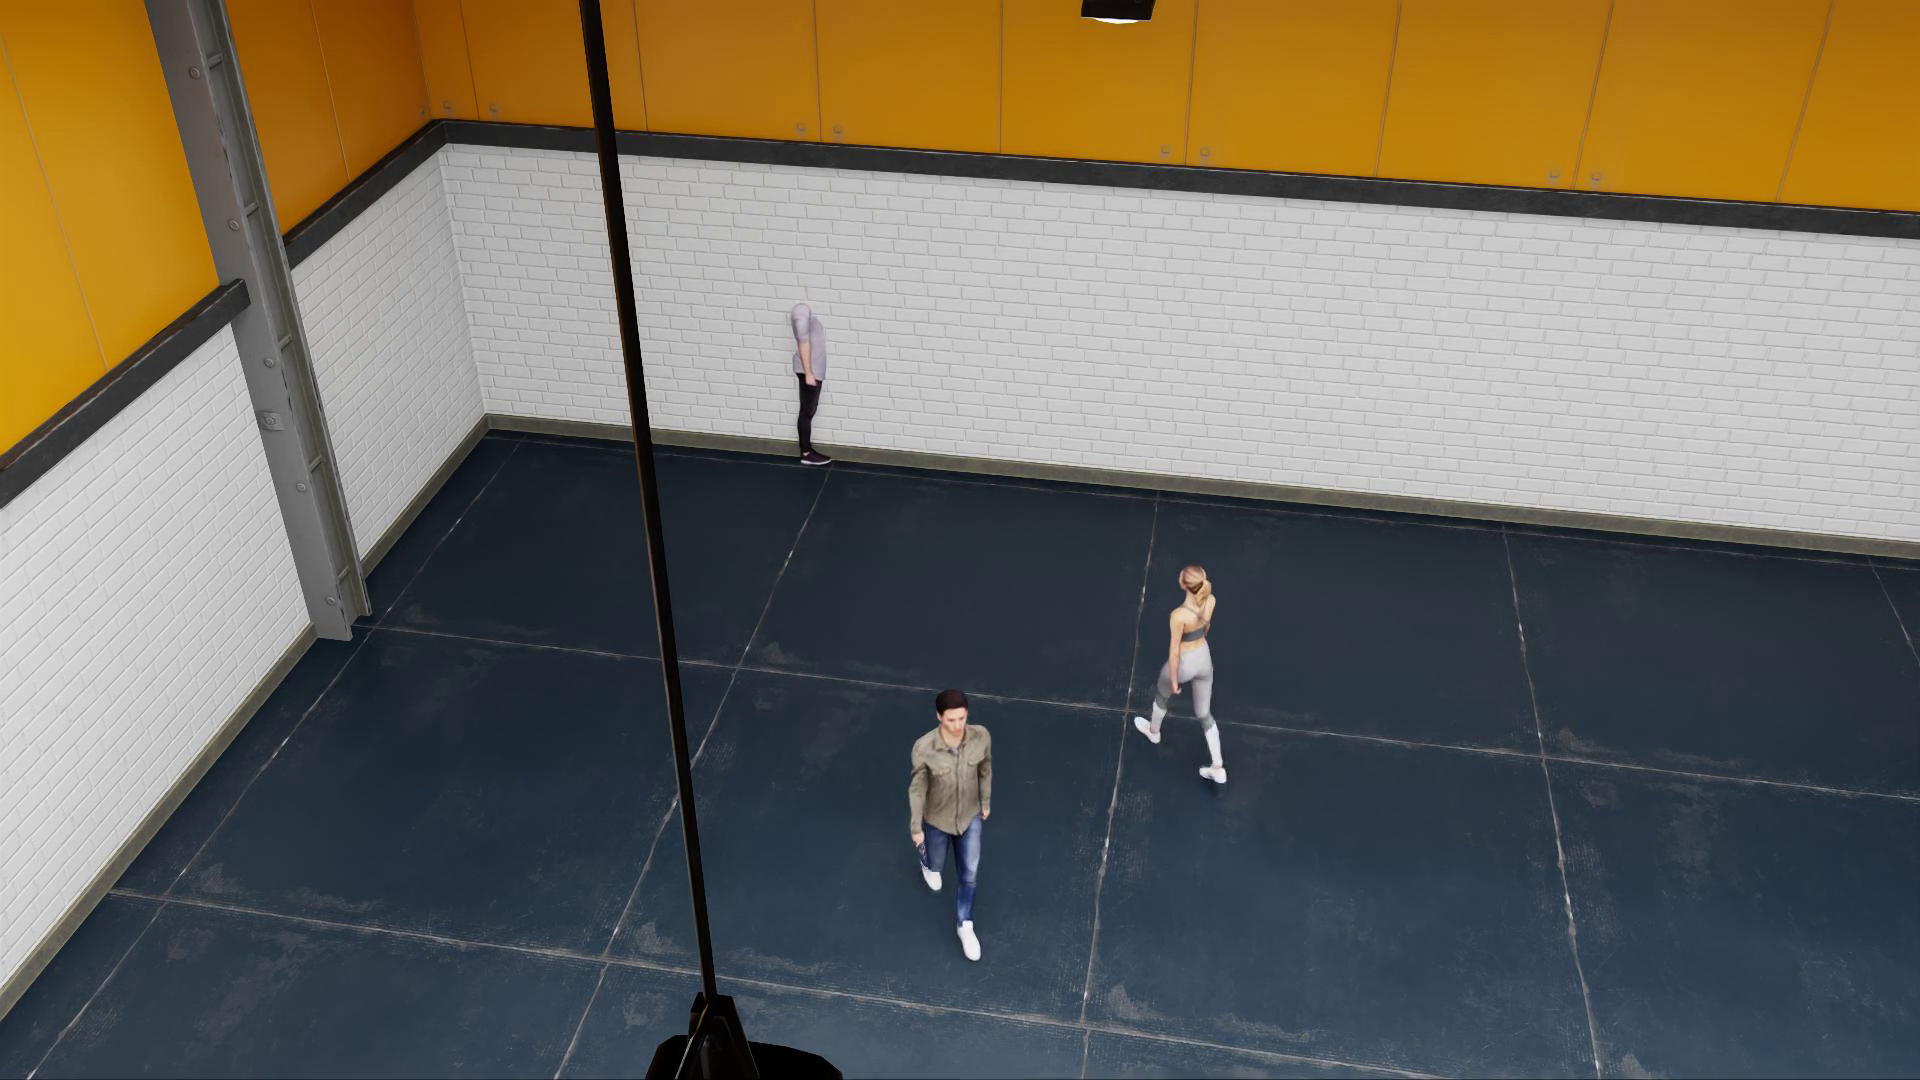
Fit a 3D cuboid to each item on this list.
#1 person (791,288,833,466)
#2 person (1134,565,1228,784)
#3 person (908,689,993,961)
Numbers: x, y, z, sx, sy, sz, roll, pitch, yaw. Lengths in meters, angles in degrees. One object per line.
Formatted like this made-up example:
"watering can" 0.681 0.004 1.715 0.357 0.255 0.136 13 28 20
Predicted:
"person" -1.357 -1.585 15.034 0.755 1.834 0.563 1 34 2
"person" 1.632 0.928 11.408 1.032 1.664 1.170 -17 37 -24
"person" -0.086 1.622 10.198 1.043 1.847 1.242 -10 35 -15
